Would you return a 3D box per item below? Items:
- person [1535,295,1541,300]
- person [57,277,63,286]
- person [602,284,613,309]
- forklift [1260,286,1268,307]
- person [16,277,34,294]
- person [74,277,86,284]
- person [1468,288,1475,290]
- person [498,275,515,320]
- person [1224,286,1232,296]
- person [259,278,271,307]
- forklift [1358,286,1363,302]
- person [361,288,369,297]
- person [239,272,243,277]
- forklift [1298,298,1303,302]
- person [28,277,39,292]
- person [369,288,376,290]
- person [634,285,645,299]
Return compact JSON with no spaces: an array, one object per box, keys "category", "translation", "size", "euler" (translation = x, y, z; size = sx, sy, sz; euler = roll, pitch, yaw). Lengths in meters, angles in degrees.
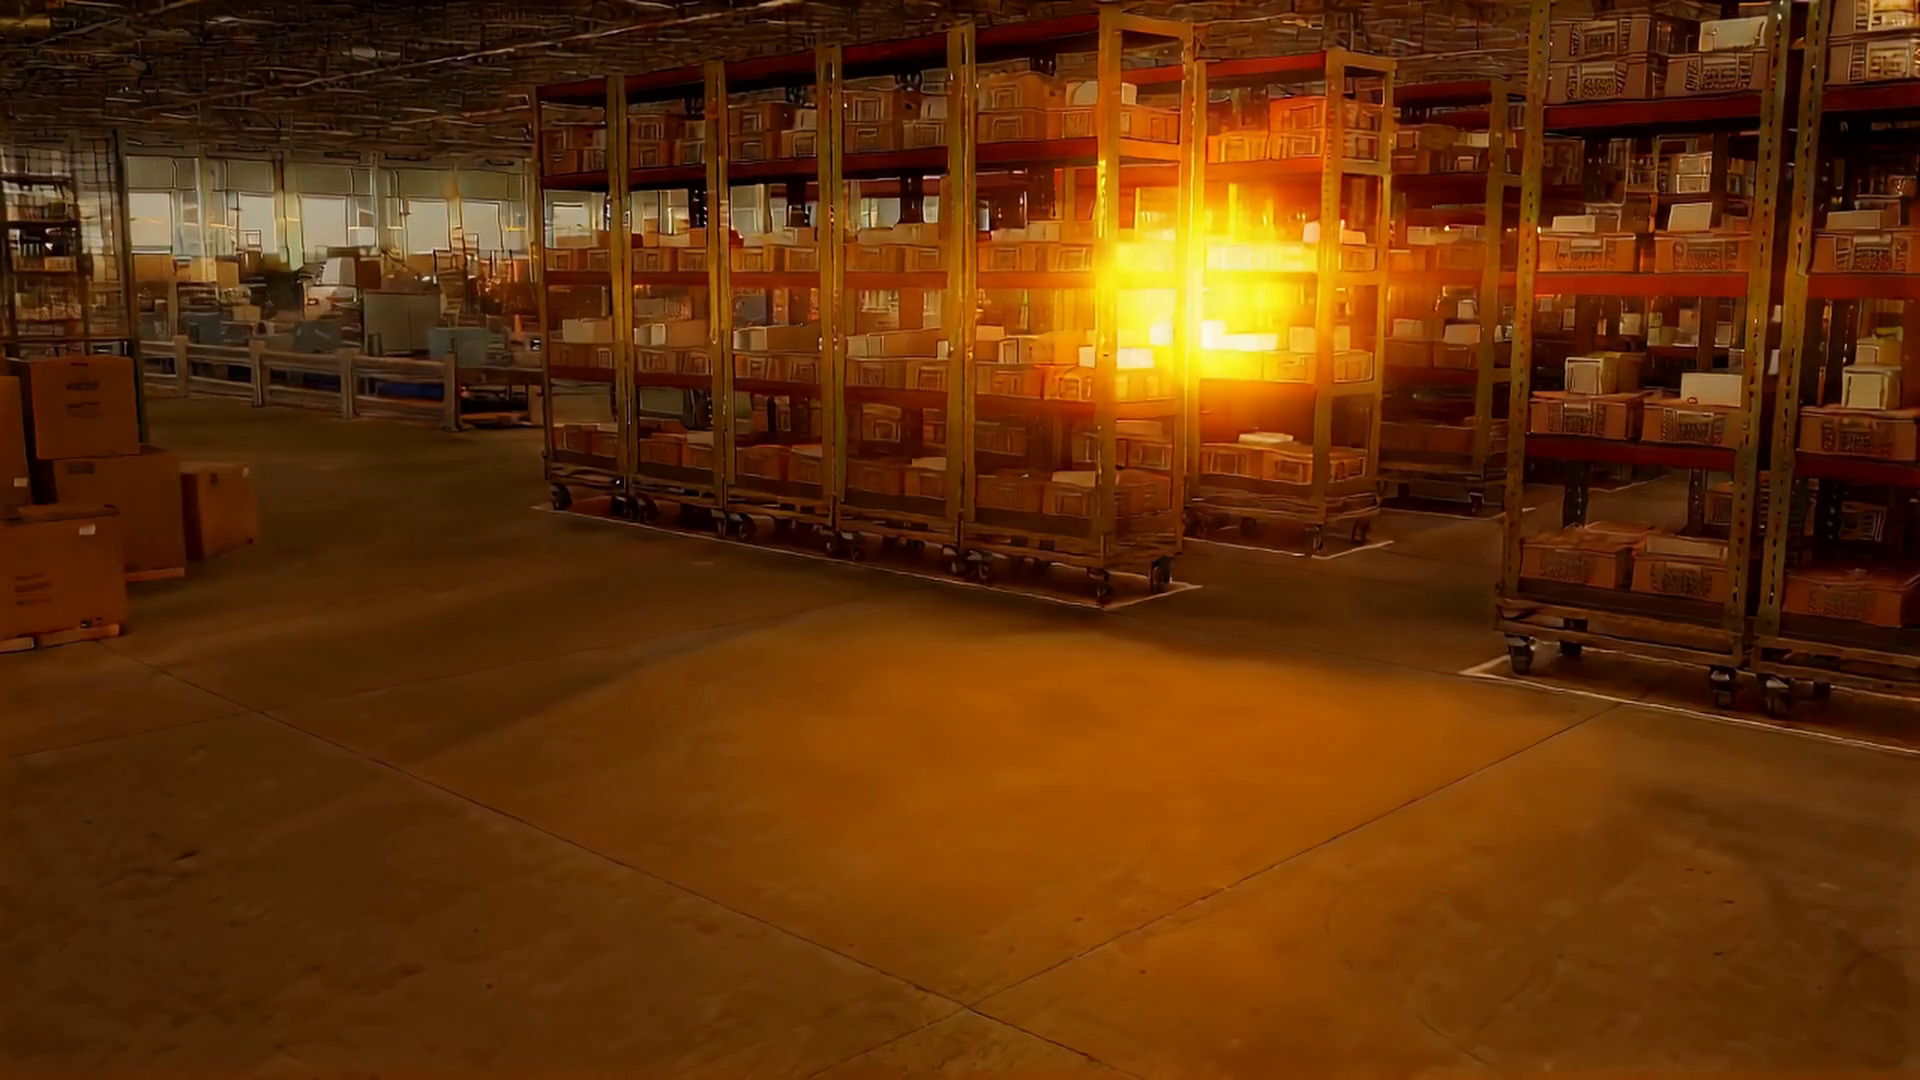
[{"category":"person","translation":[15.369,-6.154,44.913],"size":[0.595,1.821,0.404],"euler":[-2,9,-10]},{"category":"person","translation":[-42.632,-11.756,79.095],"size":[0.983,1.873,0.611],"euler":[-5,11,-28]},{"category":"person","translation":[-11.275,-7.502,53.807],"size":[0.752,1.600,0.523],"euler":[8,12,40]},{"category":"forklift","translation":[9.426,-8.081,53.491],"size":[1.129,2.768,1.873],"euler":[5,11,29]},{"category":"person","translation":[-29.798,-7.545,53.087],"size":[0.543,1.938,0.355],"euler":[-9,13,-44]},{"category":"person","translation":[-45.014,-12.763,85.119],"size":[0.641,1.940,0.960],"euler":[1,9,4]},{"category":"person","translation":[17.264,-7.882,56.139],"size":[0.351,1.619,0.498],"euler":[5,11,30]},{"category":"person","translation":[-17.322,-9.150,63.270],"size":[0.941,1.822,0.555],"euler":[-7,12,-38]},{"category":"person","translation":[7.819,-6.648,48.162],"size":[0.638,1.739,0.469],"euler":[-4,10,-21]},{"category":"person","translation":[-24.970,-8.517,59.638],"size":[0.678,1.740,0.536],"euler":[-8,12,-42]},{"category":"forklift","translation":[11.100,-7.017,46.970],"size":[1.873,2.768,1.129],"euler":[9,13,43]},{"category":"person","translation":[-19.742,-7.859,55.011],"size":[0.377,1.936,0.549],"euler":[-9,13,-44]},{"category":"person","translation":[-37.170,-12.942,86.208],"size":[0.542,1.928,0.377],"euler":[8,12,42]},{"category":"forklift","translation":[12.220,-8.460,55.814],"size":[1.129,2.768,1.873],"euler":[8,12,42]},{"category":"person","translation":[-29.958,-7.631,53.824],"size":[0.532,1.869,0.311],"euler":[3,10,20]},{"category":"person","translation":[-19.849,-7.983,55.831],"size":[0.976,1.917,0.624],"euler":[-3,10,-20]},{"category":"person","translation":[-11.979,-8.930,62.348],"size":[0.563,1.670,0.538],"euler":[8,12,41]}]
